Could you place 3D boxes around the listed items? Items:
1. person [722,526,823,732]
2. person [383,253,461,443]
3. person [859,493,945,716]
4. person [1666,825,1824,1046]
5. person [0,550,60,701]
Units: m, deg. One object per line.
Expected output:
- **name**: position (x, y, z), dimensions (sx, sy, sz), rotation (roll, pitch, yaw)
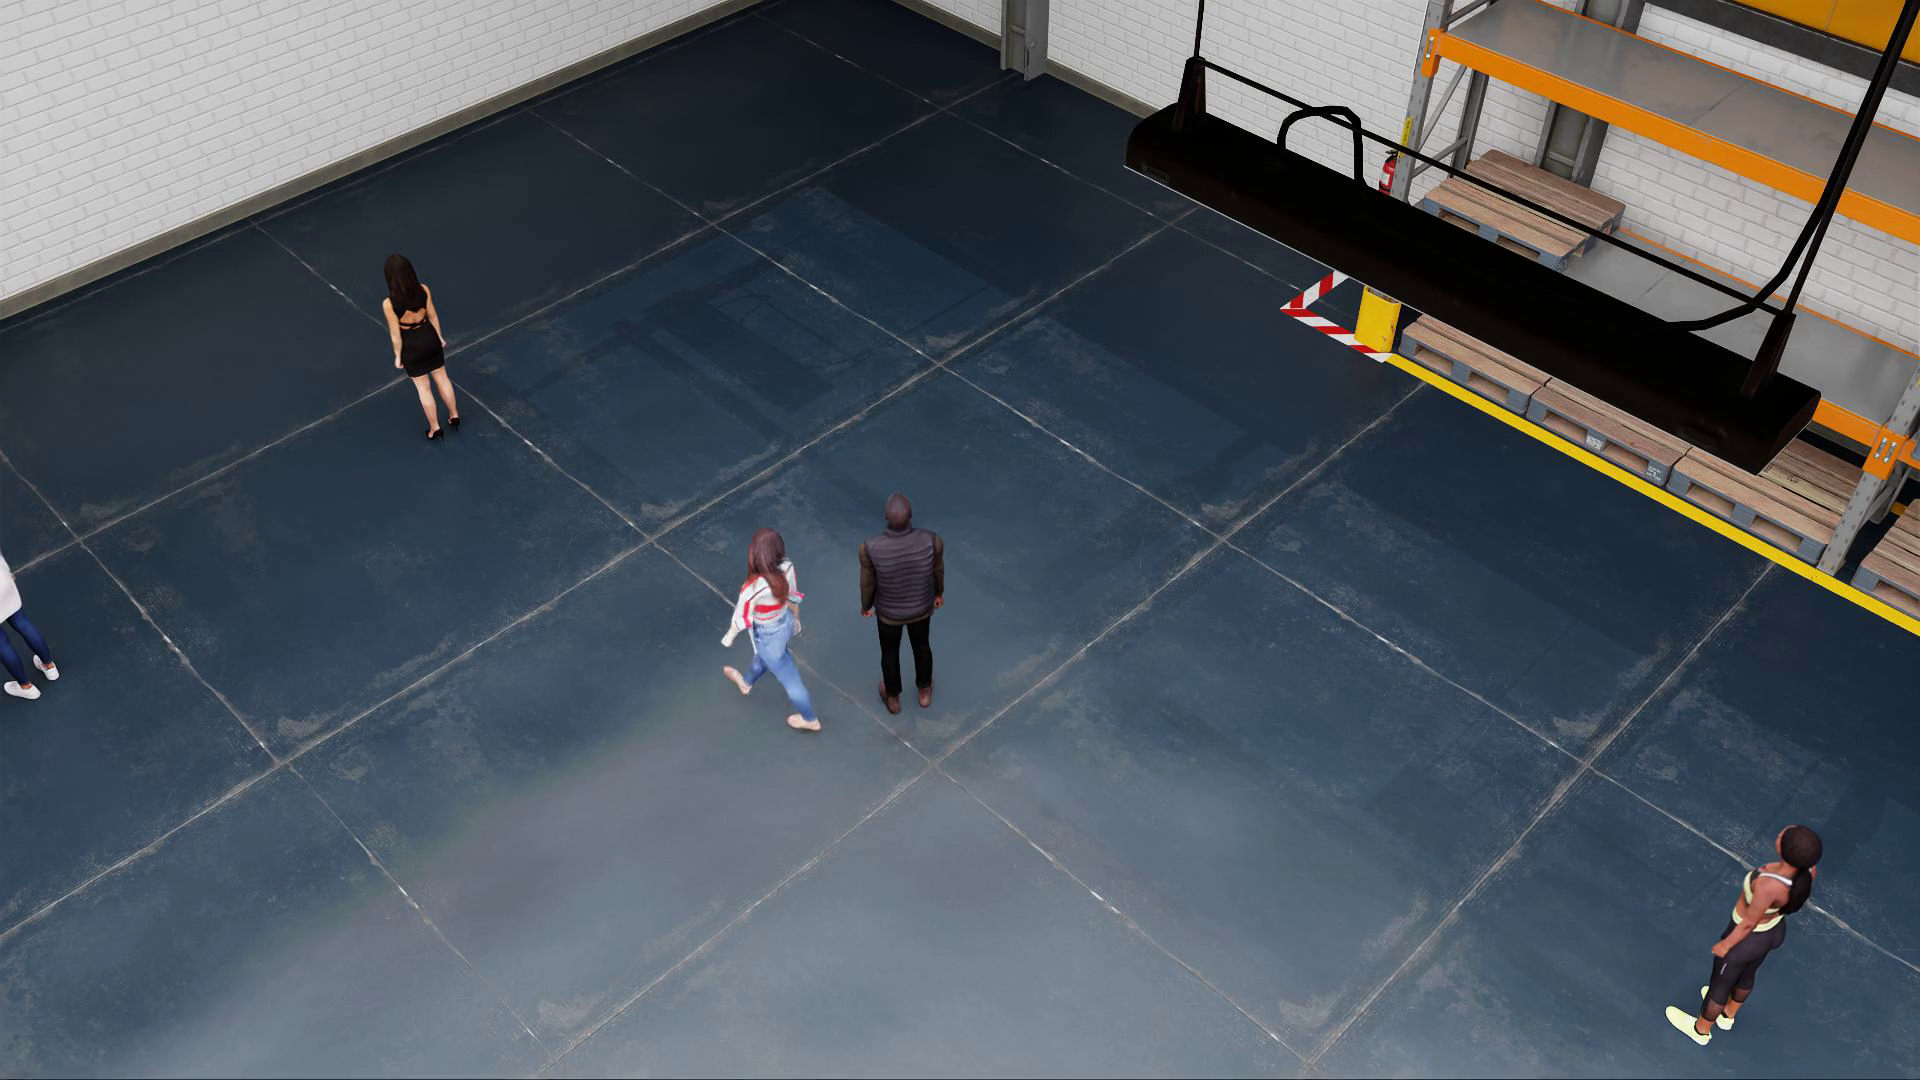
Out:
- **person**: position (-1.097, 0.627, 10.531), dimensions (1.099, 1.570, 0.808), rotation (19, 47, 19)
- **person**: position (-4.106, -1.454, 12.659), dimensions (0.570, 1.648, 0.482), rotation (-33, 53, -30)
- **person**: position (-0.362, 0.407, 10.569), dimensions (0.779, 1.836, 0.779), rotation (-9, 44, -9)
- **person**: position (4.218, 2.107, 8.844), dimensions (0.621, 1.754, 0.595), rotation (-20, 47, -20)
- **person**: position (-6.272, 0.334, 10.689), dimensions (0.625, 1.775, 0.667), rotation (20, 47, 20)
